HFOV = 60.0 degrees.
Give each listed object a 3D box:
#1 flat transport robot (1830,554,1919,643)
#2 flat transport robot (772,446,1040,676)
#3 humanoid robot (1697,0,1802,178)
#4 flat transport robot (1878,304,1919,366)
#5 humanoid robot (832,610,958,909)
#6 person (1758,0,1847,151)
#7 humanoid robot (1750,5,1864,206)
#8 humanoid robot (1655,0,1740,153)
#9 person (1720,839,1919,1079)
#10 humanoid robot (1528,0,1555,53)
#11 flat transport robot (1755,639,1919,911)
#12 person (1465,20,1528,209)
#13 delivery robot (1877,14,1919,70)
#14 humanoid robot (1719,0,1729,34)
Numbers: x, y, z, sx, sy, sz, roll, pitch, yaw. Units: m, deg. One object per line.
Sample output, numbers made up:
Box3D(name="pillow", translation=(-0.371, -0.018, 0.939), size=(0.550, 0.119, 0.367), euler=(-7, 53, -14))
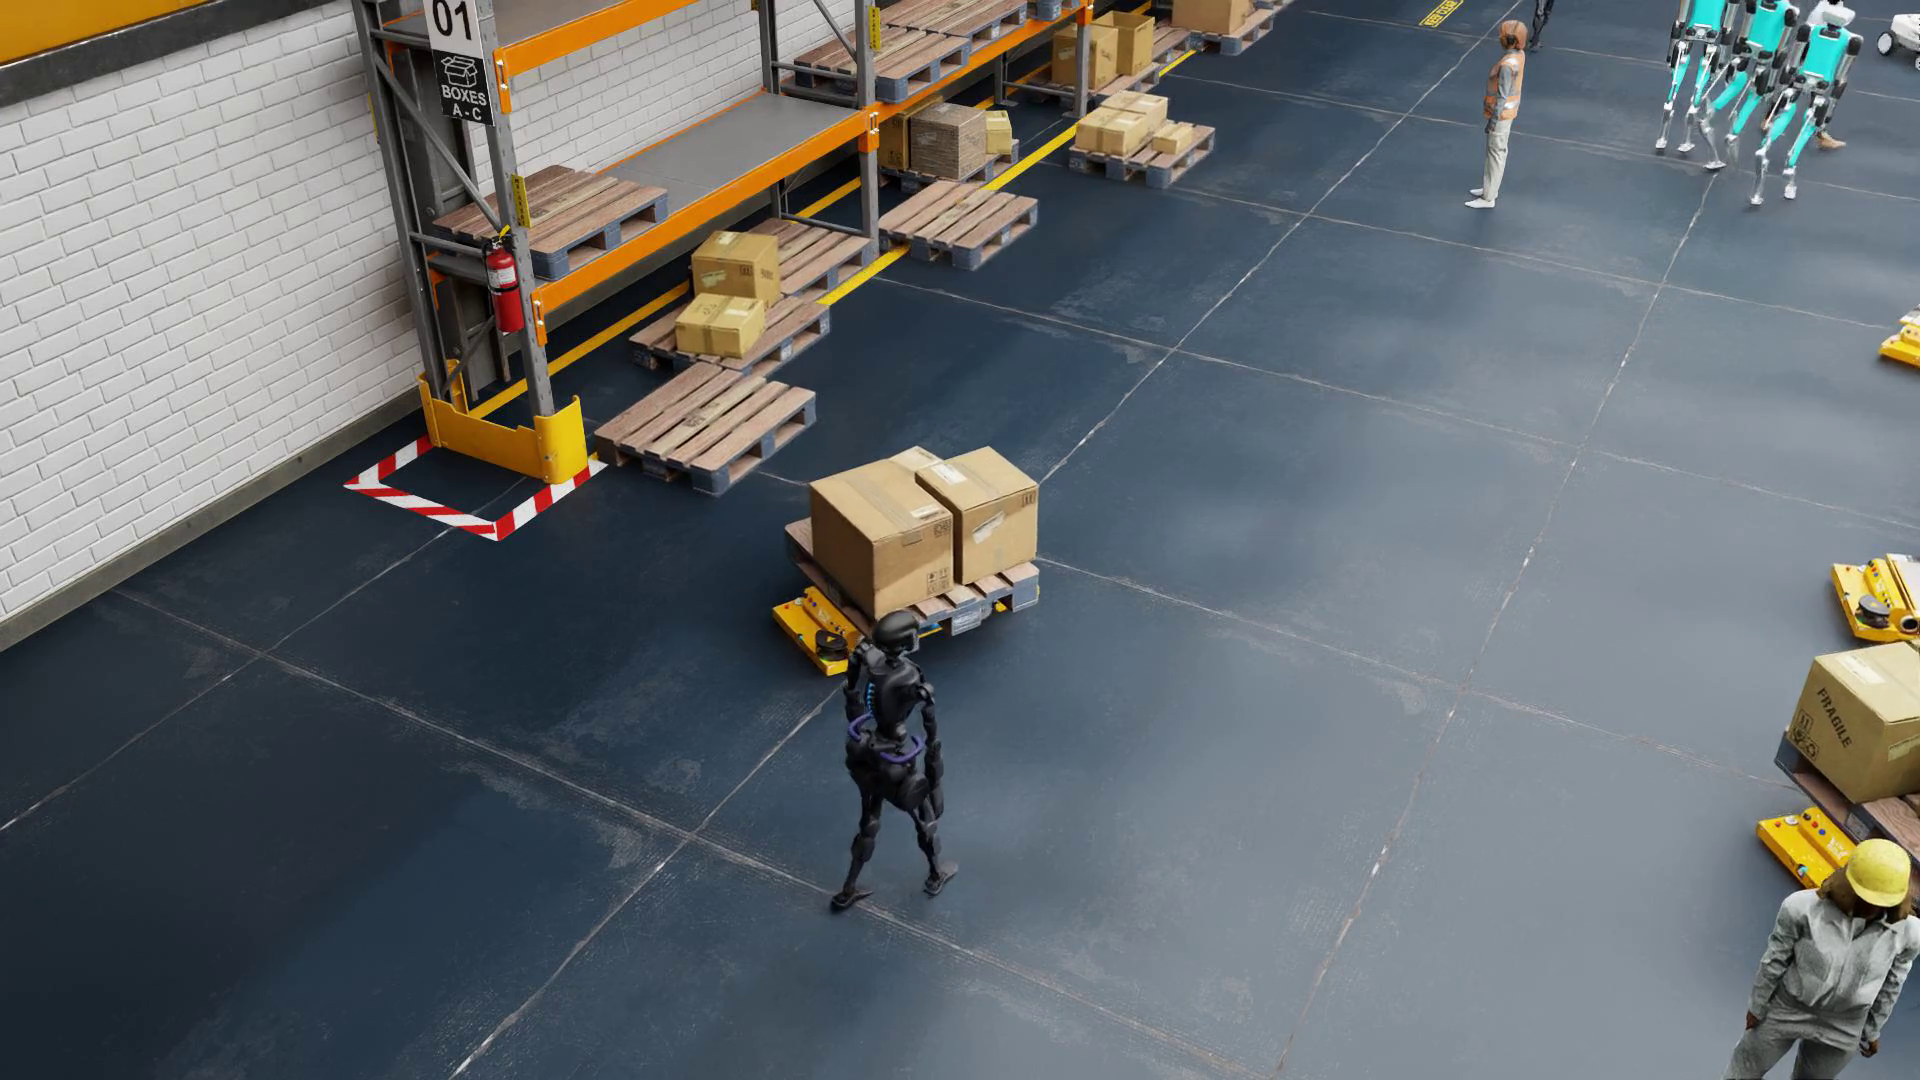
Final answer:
Box3D(name="flat transport robot", translation=(5.851, 0.396, 9.549), size=(1.431, 0.231, 0.659), euler=(7, 34, 10))
Box3D(name="flat transport robot", translation=(-0.306, 0.325, 9.656), size=(1.431, 0.231, 0.659), euler=(-20, 38, -27))
Box3D(name="humanoid robot", translation=(7.046, -4.132, 15.083), size=(0.678, 1.819, 0.539), euler=(-16, 37, -23))
Box3D(name="flat transport robot", translation=(7.580, -1.602, 12.571), size=(1.431, 0.231, 0.659), euler=(-28, 43, -35))
Box3D(name="humanoid robot", translation=(-0.323, 0.967, 7.436), size=(0.618, 1.644, 0.600), euler=(26, 42, 34))
Box3D(name="person", translation=(8.177, -4.565, 15.793), size=(0.865, 1.643, 0.546), euler=(27, 42, 35))
Box3D(name="humanoid robot", translation=(7.258, -3.672, 14.394), size=(0.578, 1.774, 0.908), euler=(24, 40, 32))
Box3D(name="humanoid robot", translation=(6.813, -4.453, 15.461), size=(0.534, 1.695, 0.717), euler=(17, 37, 24))
Box3D(name="person", translation=(3.165, 1.765, 6.142), size=(0.486, 1.740, 0.310), euler=(9, 34, 13))
Box3D(name="humanoid robot", translation=(6.531, -6.224, 18.292), size=(0.599, 1.648, 0.560), euler=(-5, 34, -7))
Box3D(name="flat transport robot", translation=(4.652, 1.442, 7.966), size=(1.431, 0.231, 0.659), euler=(-8, 34, -12))
Box3D(name="person", translation=(4.711, -3.709, 14.515), size=(0.306, 1.640, 0.510), euler=(14, 36, 20))
Box3D(name="delivery robot", translation=(10.520, -5.510, 18.243), size=(0.499, 0.614, 0.791), euler=(-5, 34, -8))
Box3D(name="humanoid robot", translation=(8.784, -6.569, 18.808), size=(0.603, 1.655, 0.359), euler=(22, 39, 29))
